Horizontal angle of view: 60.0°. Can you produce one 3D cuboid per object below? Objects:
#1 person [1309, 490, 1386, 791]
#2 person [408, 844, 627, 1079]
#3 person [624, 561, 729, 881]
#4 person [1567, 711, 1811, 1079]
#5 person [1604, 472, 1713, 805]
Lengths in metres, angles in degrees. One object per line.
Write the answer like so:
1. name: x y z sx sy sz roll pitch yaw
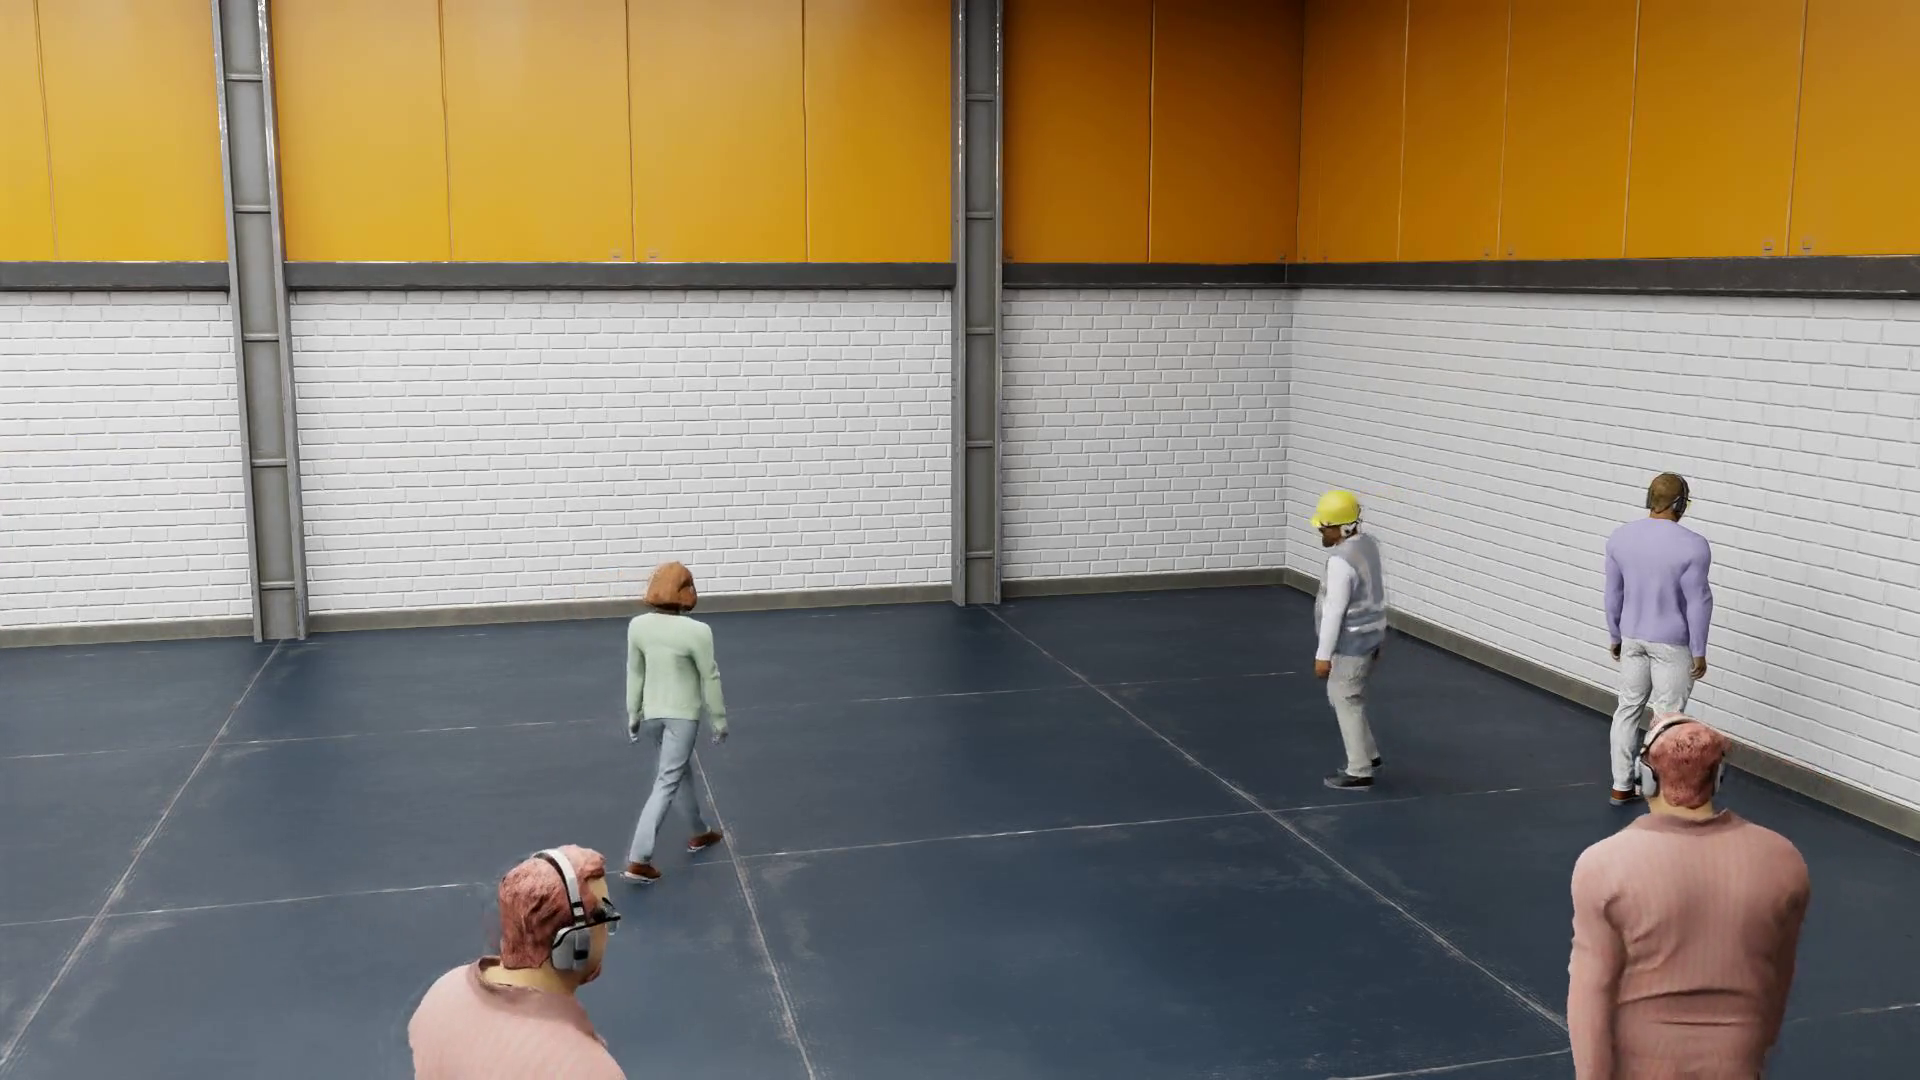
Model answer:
1. person: 2.247 0.592 9.722 0.445 1.792 0.614 4 10 25
2. person: -0.947 1.564 3.367 0.667 1.885 0.607 9 13 43
3. person: -1.463 0.902 8.447 0.508 1.597 0.873 5 10 29
4. person: 1.946 1.401 4.472 0.637 1.866 0.980 1 9 4
5. person: 3.920 0.580 9.358 0.373 1.935 0.627 -6 11 -35
